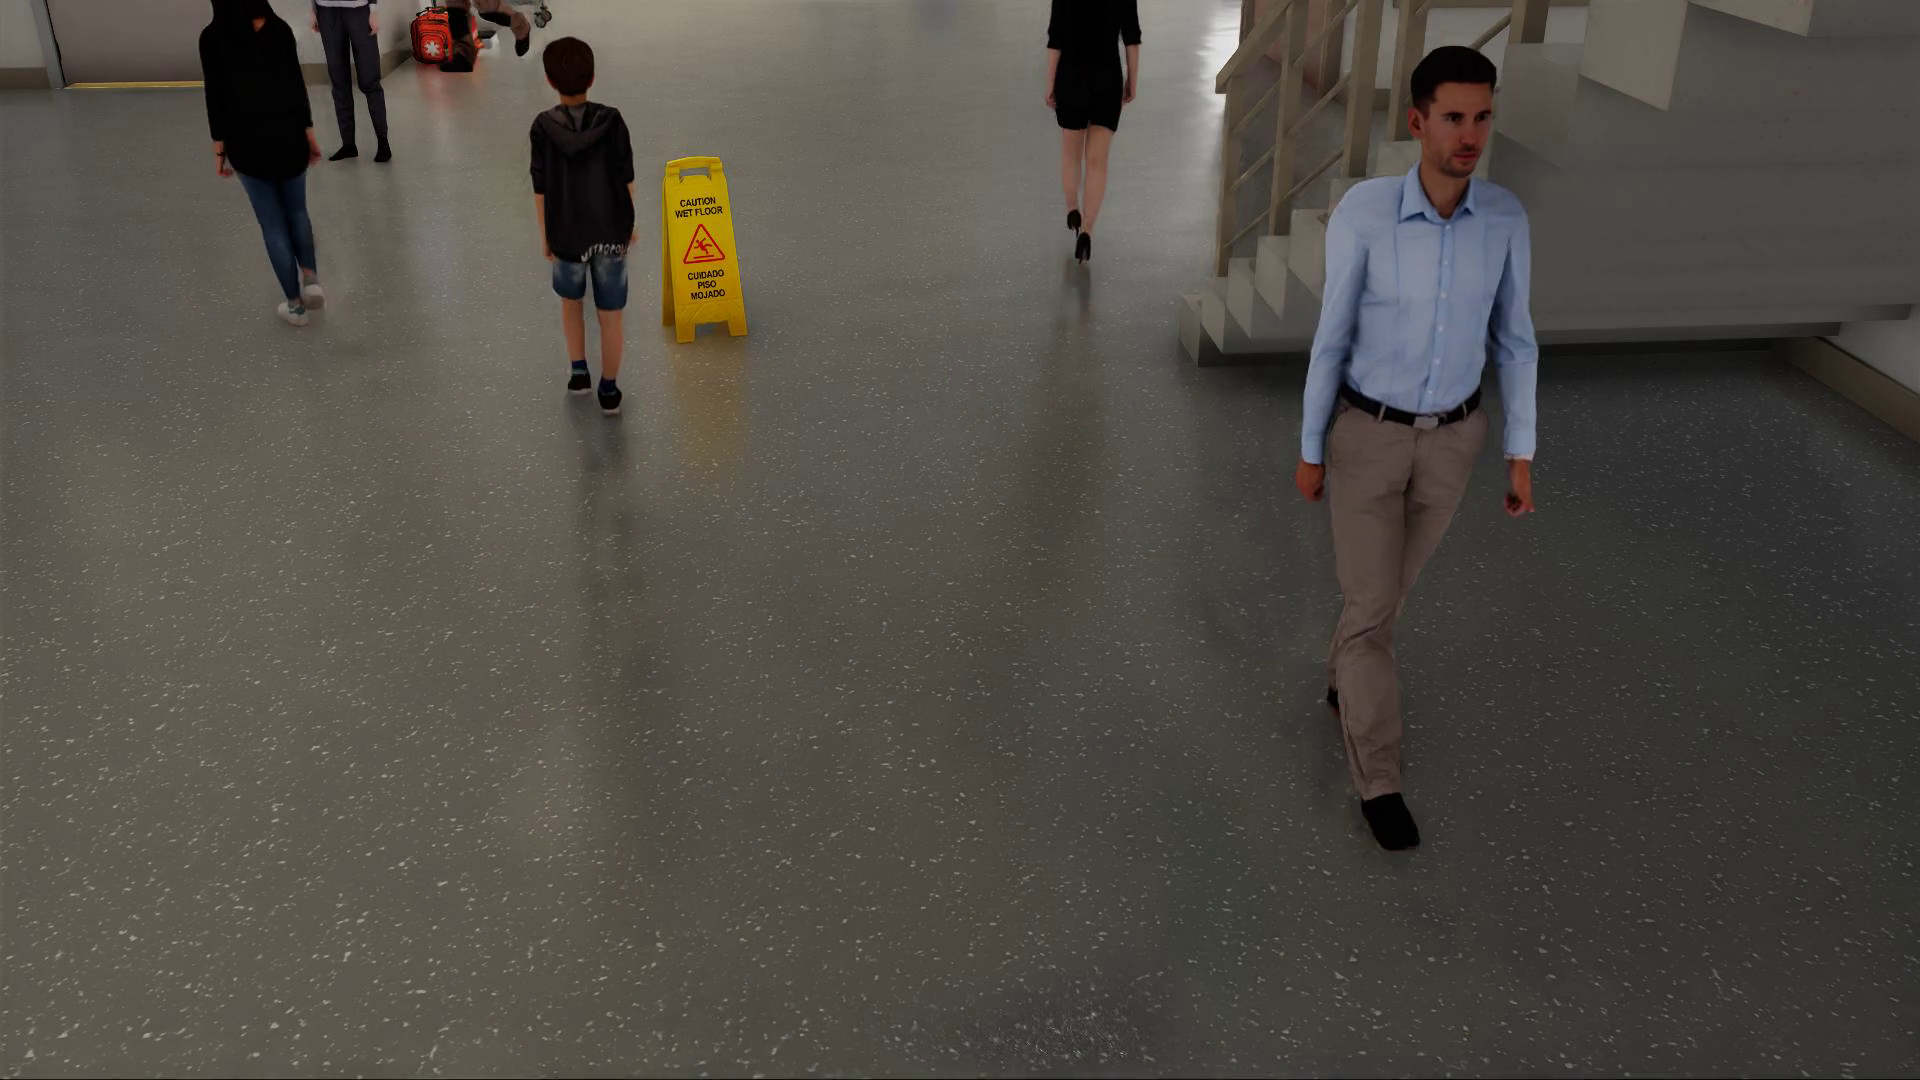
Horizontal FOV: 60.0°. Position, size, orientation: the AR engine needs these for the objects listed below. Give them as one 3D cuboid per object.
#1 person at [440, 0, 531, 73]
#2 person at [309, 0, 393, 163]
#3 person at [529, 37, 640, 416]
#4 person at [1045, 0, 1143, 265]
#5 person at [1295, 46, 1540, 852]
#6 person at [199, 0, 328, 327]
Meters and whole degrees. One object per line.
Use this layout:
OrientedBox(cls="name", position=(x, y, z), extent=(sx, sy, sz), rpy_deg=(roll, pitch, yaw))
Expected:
OrientedBox(cls="person", position=(-3.821, -4.613, 13.074), extent=(1.026, 1.818, 1.171), rpy_deg=(13, 28, 24))
OrientedBox(cls="person", position=(-3.794, -3.242, 10.274), extent=(0.613, 1.779, 0.555), rpy_deg=(2, 26, 5))
OrientedBox(cls="person", position=(-1.420, -1.162, 6.356), extent=(0.534, 1.436, 0.549), rpy_deg=(-3, 26, -6))
OrientedBox(cls="person", position=(0.639, -2.196, 8.236), extent=(0.748, 1.667, 0.967), rpy_deg=(3, 26, 7))
OrientedBox(cls="person", position=(1.055, -0.259, 4.055), extent=(0.688, 1.809, 1.062), rpy_deg=(-4, 26, -9))
OrientedBox(cls="person", position=(-3.018, -1.731, 7.302), extent=(0.713, 1.640, 0.758), rpy_deg=(-19, 32, -34))
